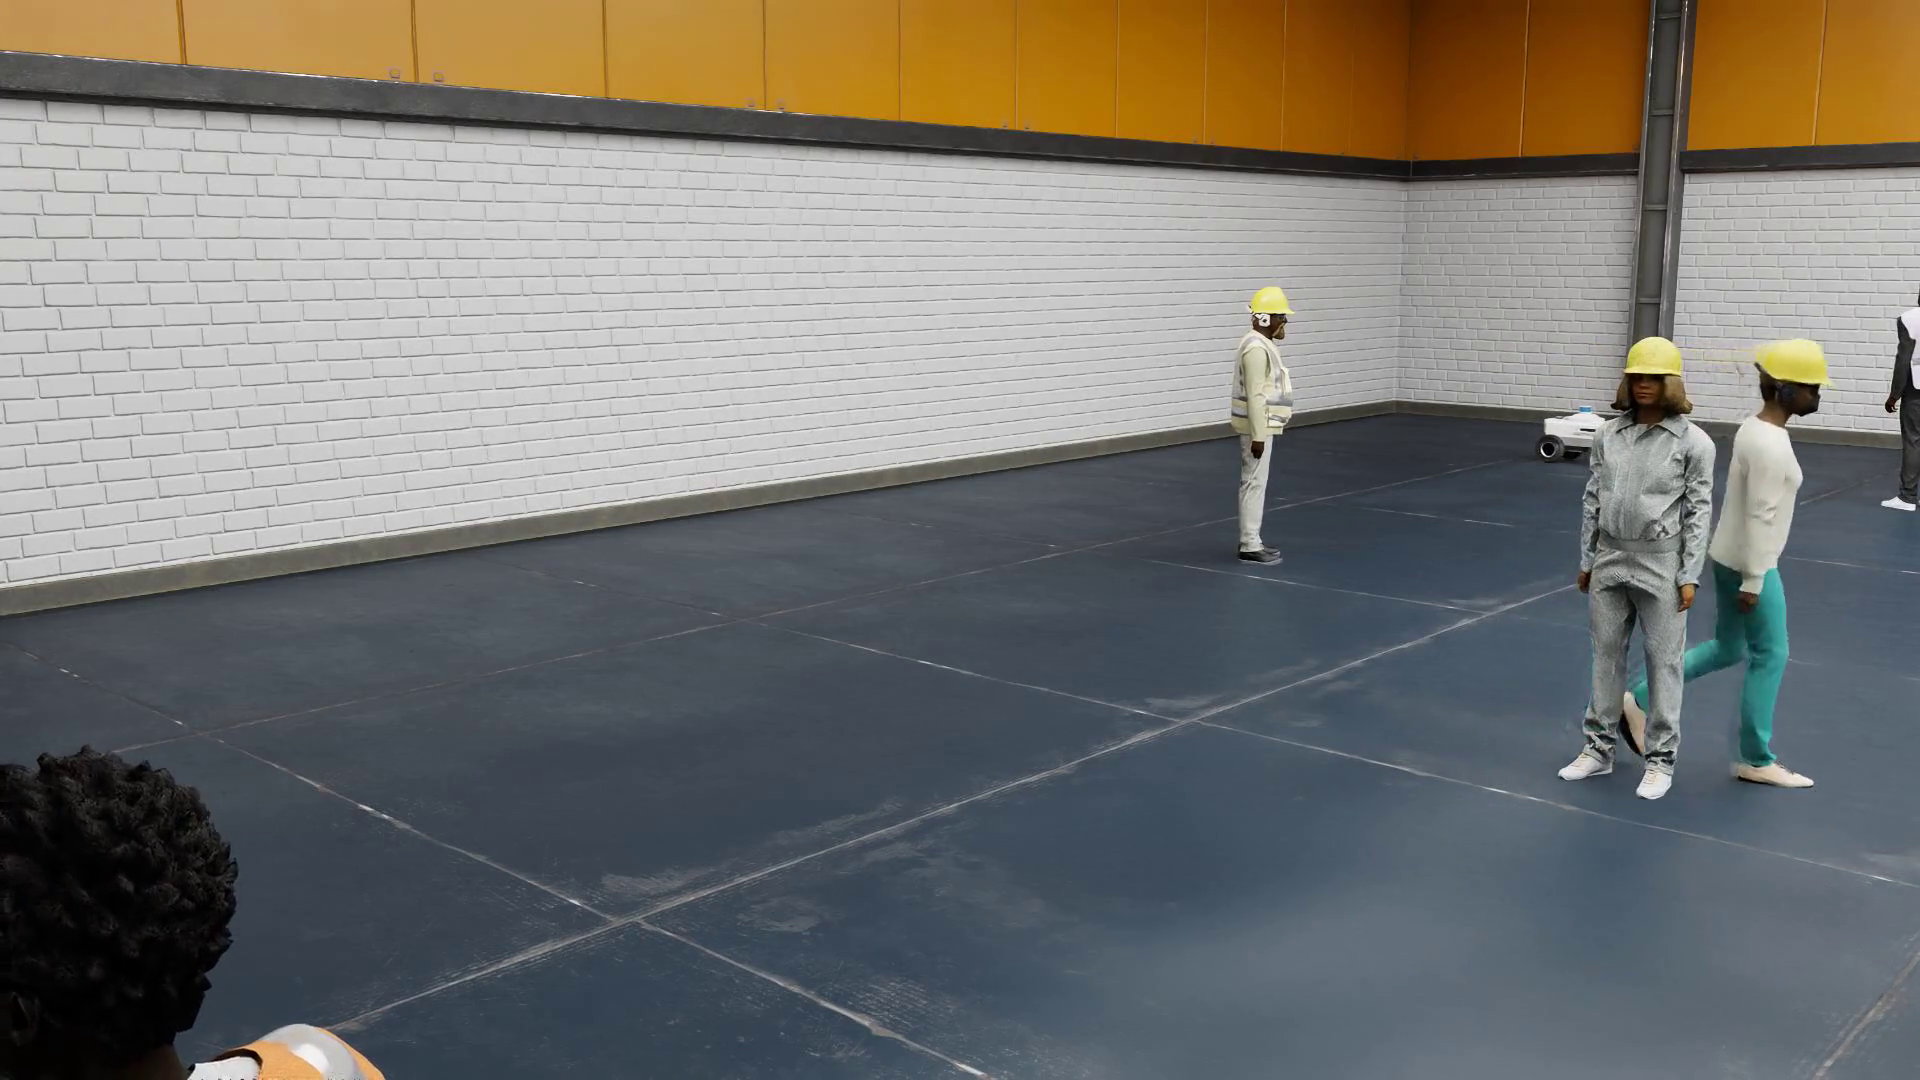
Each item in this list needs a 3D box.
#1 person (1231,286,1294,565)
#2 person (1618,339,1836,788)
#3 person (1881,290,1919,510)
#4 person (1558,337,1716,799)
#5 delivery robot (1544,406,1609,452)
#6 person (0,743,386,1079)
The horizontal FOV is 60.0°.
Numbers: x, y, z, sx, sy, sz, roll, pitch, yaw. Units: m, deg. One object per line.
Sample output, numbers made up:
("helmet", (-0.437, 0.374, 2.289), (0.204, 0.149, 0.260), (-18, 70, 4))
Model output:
("person", (1.988, -0.749, 10.966), (0.403, 1.828, 0.588), (2, 10, 11))
("person", (2.963, 0.085, 6.438), (0.675, 1.738, 0.525), (3, 10, 15))
("person", (7.655, -1.186, 13.177), (0.588, 1.920, 0.390), (-1, 10, -6))
("person", (2.580, 0.104, 6.331), (0.286, 1.746, 0.490), (-9, 13, -40))
("delivery robot", (6.016, -1.051, 16.024), (0.707, 0.478, 0.477), (10, 14, 44))
("person", (-0.657, 0.997, 1.409), (0.319, 1.694, 0.534), (3, 10, 17))
